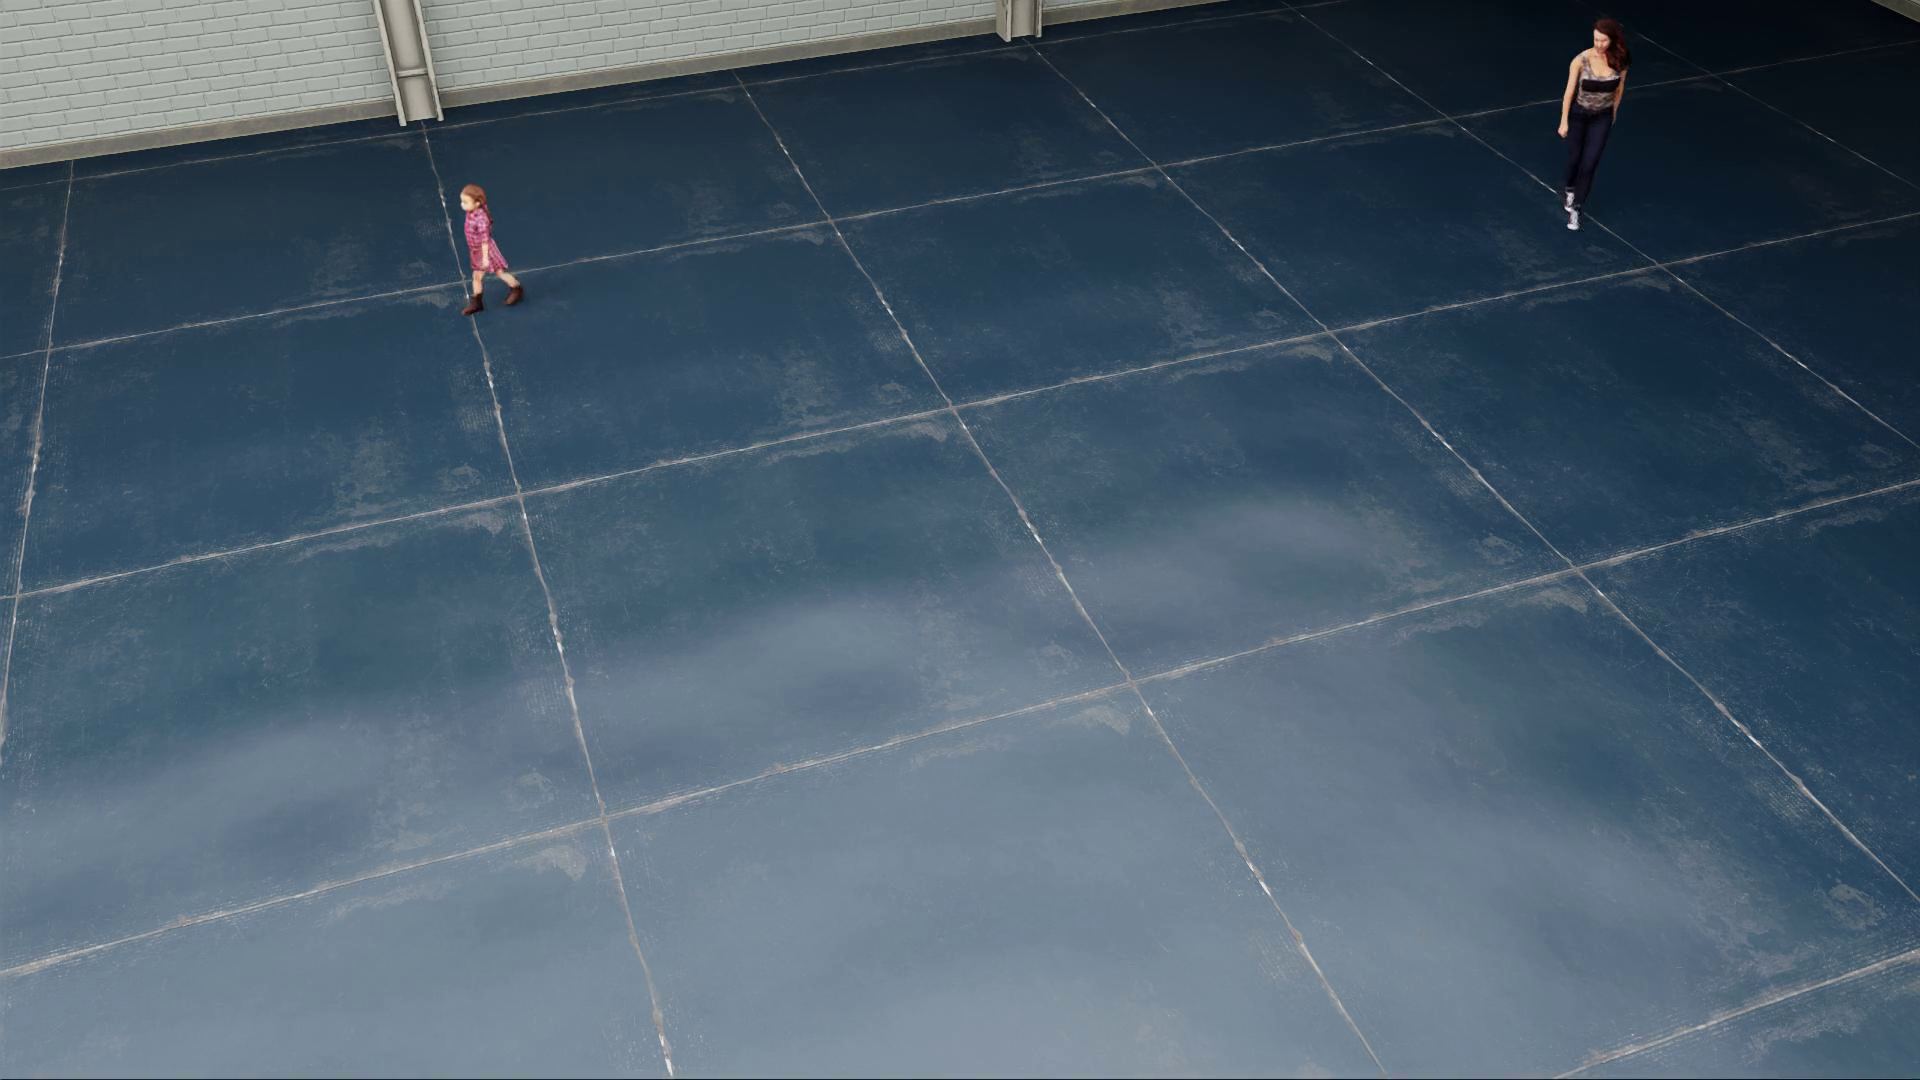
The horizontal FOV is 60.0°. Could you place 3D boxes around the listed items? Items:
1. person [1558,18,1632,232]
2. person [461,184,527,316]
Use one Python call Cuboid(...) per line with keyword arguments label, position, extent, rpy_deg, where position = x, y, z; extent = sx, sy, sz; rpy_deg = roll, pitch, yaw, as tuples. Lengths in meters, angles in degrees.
Cuboid(label="person", position=(5.078, -3.401, 13.417), extent=(0.952, 1.714, 0.952), rpy_deg=(3, 38, 4))
Cuboid(label="person", position=(-3.513, -2.186, 12.436), extent=(0.779, 1.010, 0.563), rpy_deg=(-25, 44, -28))
